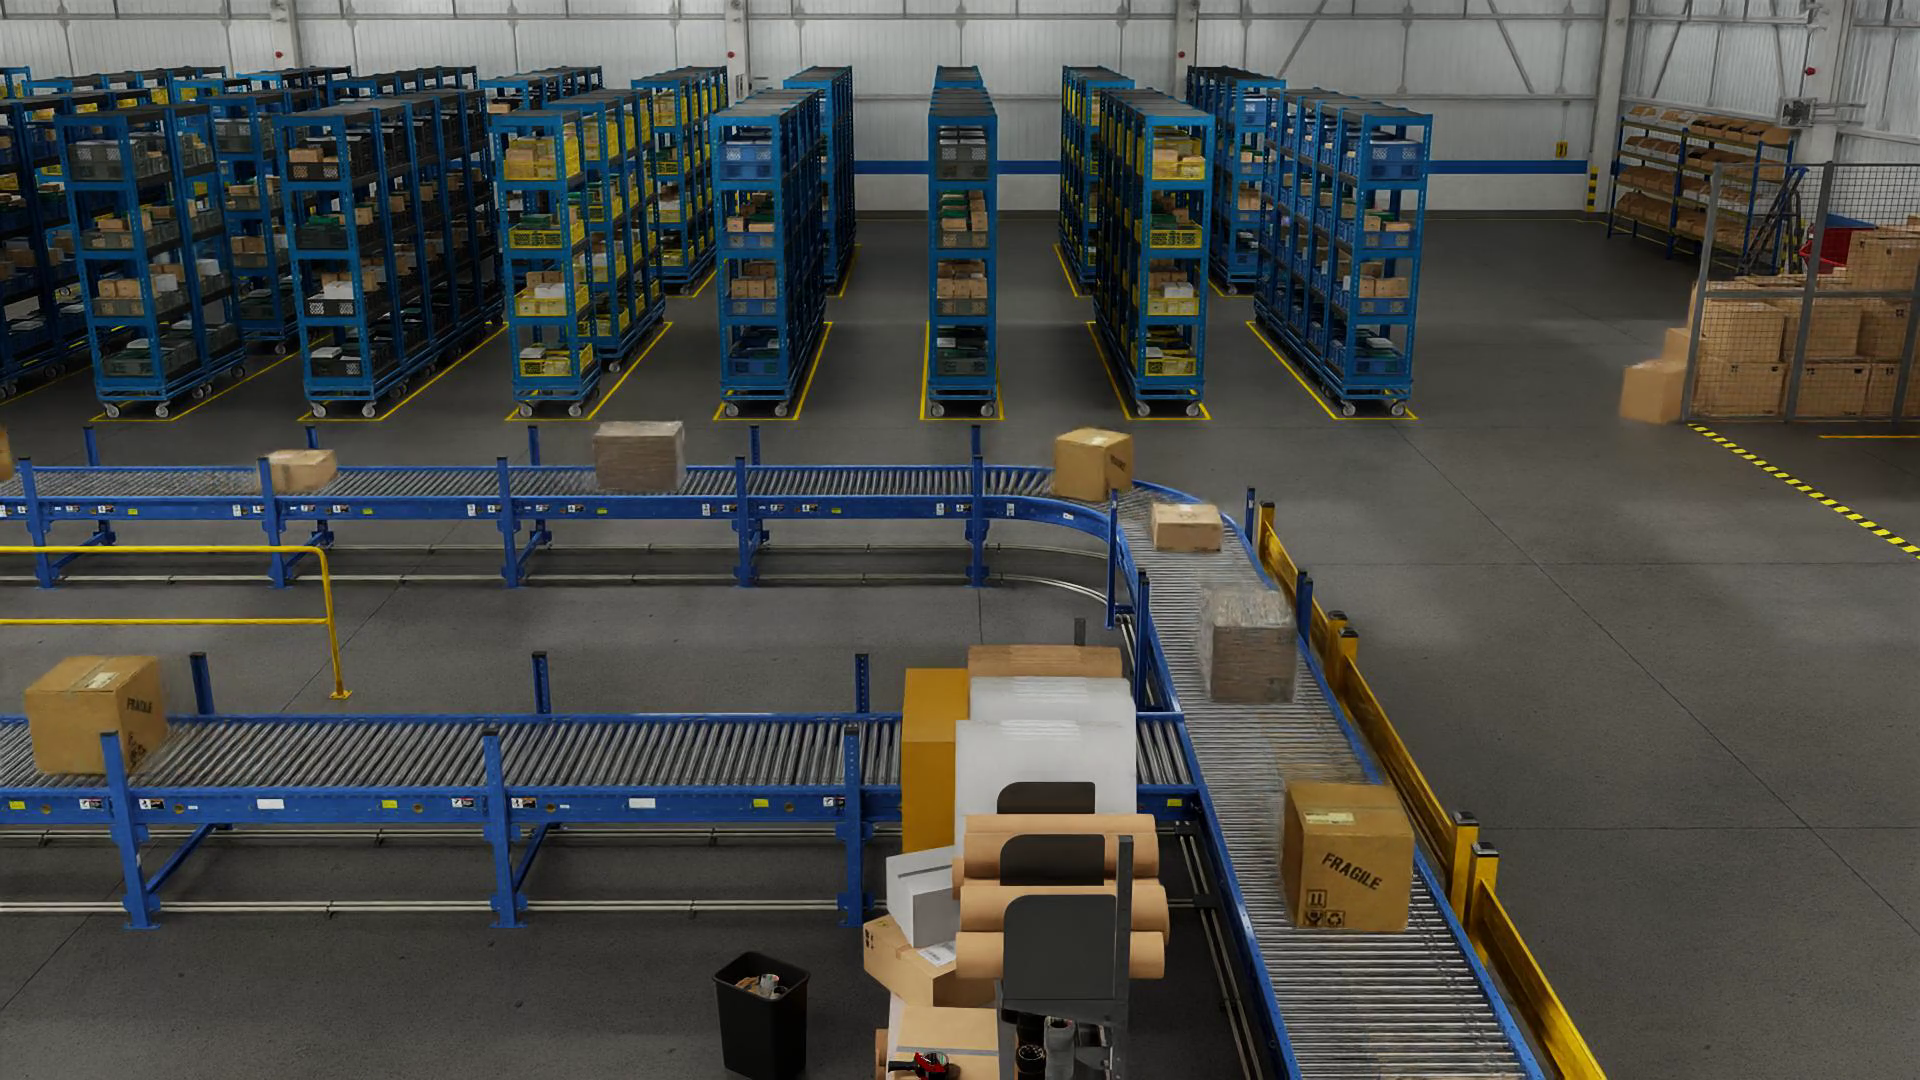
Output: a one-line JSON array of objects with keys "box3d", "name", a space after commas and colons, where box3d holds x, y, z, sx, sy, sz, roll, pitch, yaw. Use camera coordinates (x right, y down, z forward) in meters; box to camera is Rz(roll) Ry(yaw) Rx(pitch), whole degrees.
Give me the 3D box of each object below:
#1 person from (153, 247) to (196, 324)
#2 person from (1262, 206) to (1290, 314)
[{"box3d": [-11.007, -3.545, 23.452, 0.624, 1.923, 0.816, -1, 18, -2], "name": "person"}, {"box3d": [5.039, -4.525, 26.625, 0.637, 1.821, 0.602, -3, 18, -8], "name": "person"}]
